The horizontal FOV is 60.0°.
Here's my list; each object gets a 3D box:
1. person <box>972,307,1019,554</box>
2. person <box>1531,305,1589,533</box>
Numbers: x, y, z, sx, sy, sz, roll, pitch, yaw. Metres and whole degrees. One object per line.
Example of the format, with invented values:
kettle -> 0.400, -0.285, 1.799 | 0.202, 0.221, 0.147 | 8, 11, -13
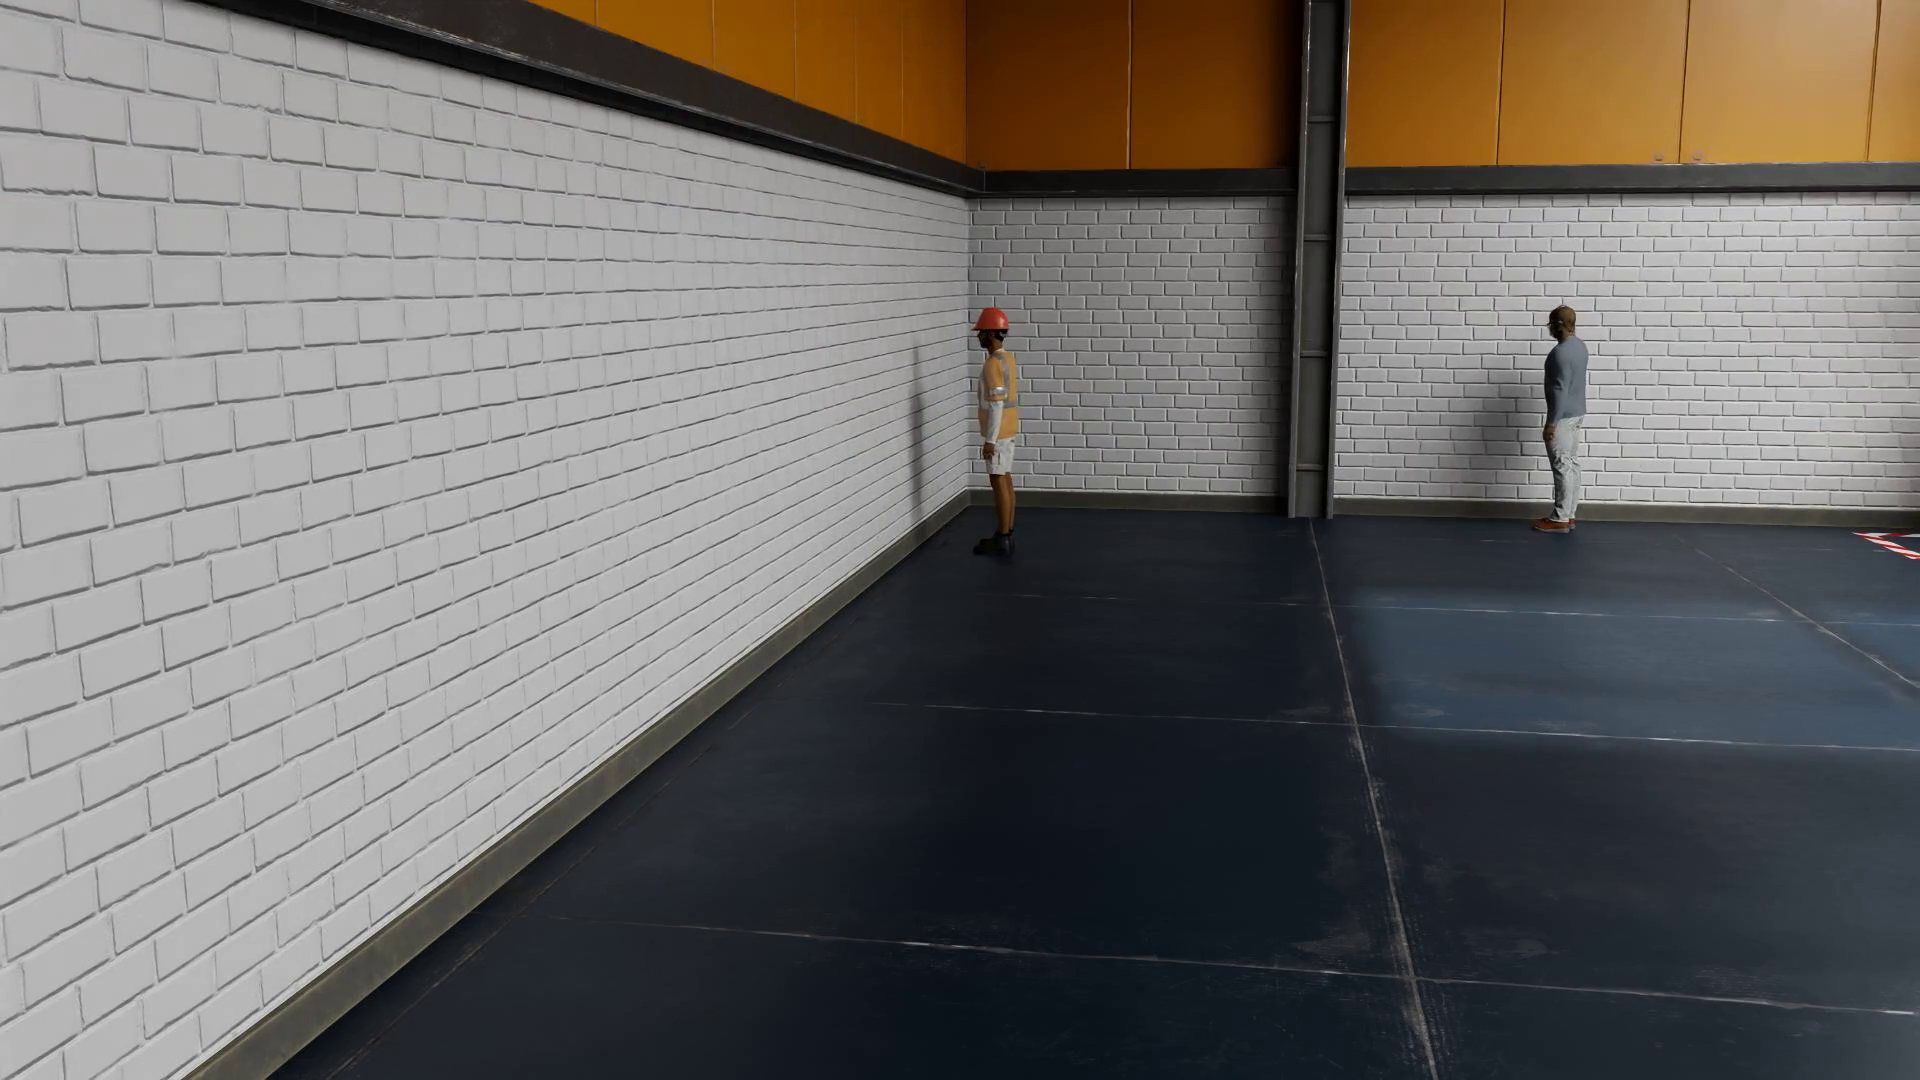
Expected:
person -> 0.271, -0.851, 13.082 | 0.373, 1.939, 0.545 | 2, 9, 14
person -> 5.137, -1.028, 14.193 | 0.371, 1.935, 0.627 | 6, 11, 35
